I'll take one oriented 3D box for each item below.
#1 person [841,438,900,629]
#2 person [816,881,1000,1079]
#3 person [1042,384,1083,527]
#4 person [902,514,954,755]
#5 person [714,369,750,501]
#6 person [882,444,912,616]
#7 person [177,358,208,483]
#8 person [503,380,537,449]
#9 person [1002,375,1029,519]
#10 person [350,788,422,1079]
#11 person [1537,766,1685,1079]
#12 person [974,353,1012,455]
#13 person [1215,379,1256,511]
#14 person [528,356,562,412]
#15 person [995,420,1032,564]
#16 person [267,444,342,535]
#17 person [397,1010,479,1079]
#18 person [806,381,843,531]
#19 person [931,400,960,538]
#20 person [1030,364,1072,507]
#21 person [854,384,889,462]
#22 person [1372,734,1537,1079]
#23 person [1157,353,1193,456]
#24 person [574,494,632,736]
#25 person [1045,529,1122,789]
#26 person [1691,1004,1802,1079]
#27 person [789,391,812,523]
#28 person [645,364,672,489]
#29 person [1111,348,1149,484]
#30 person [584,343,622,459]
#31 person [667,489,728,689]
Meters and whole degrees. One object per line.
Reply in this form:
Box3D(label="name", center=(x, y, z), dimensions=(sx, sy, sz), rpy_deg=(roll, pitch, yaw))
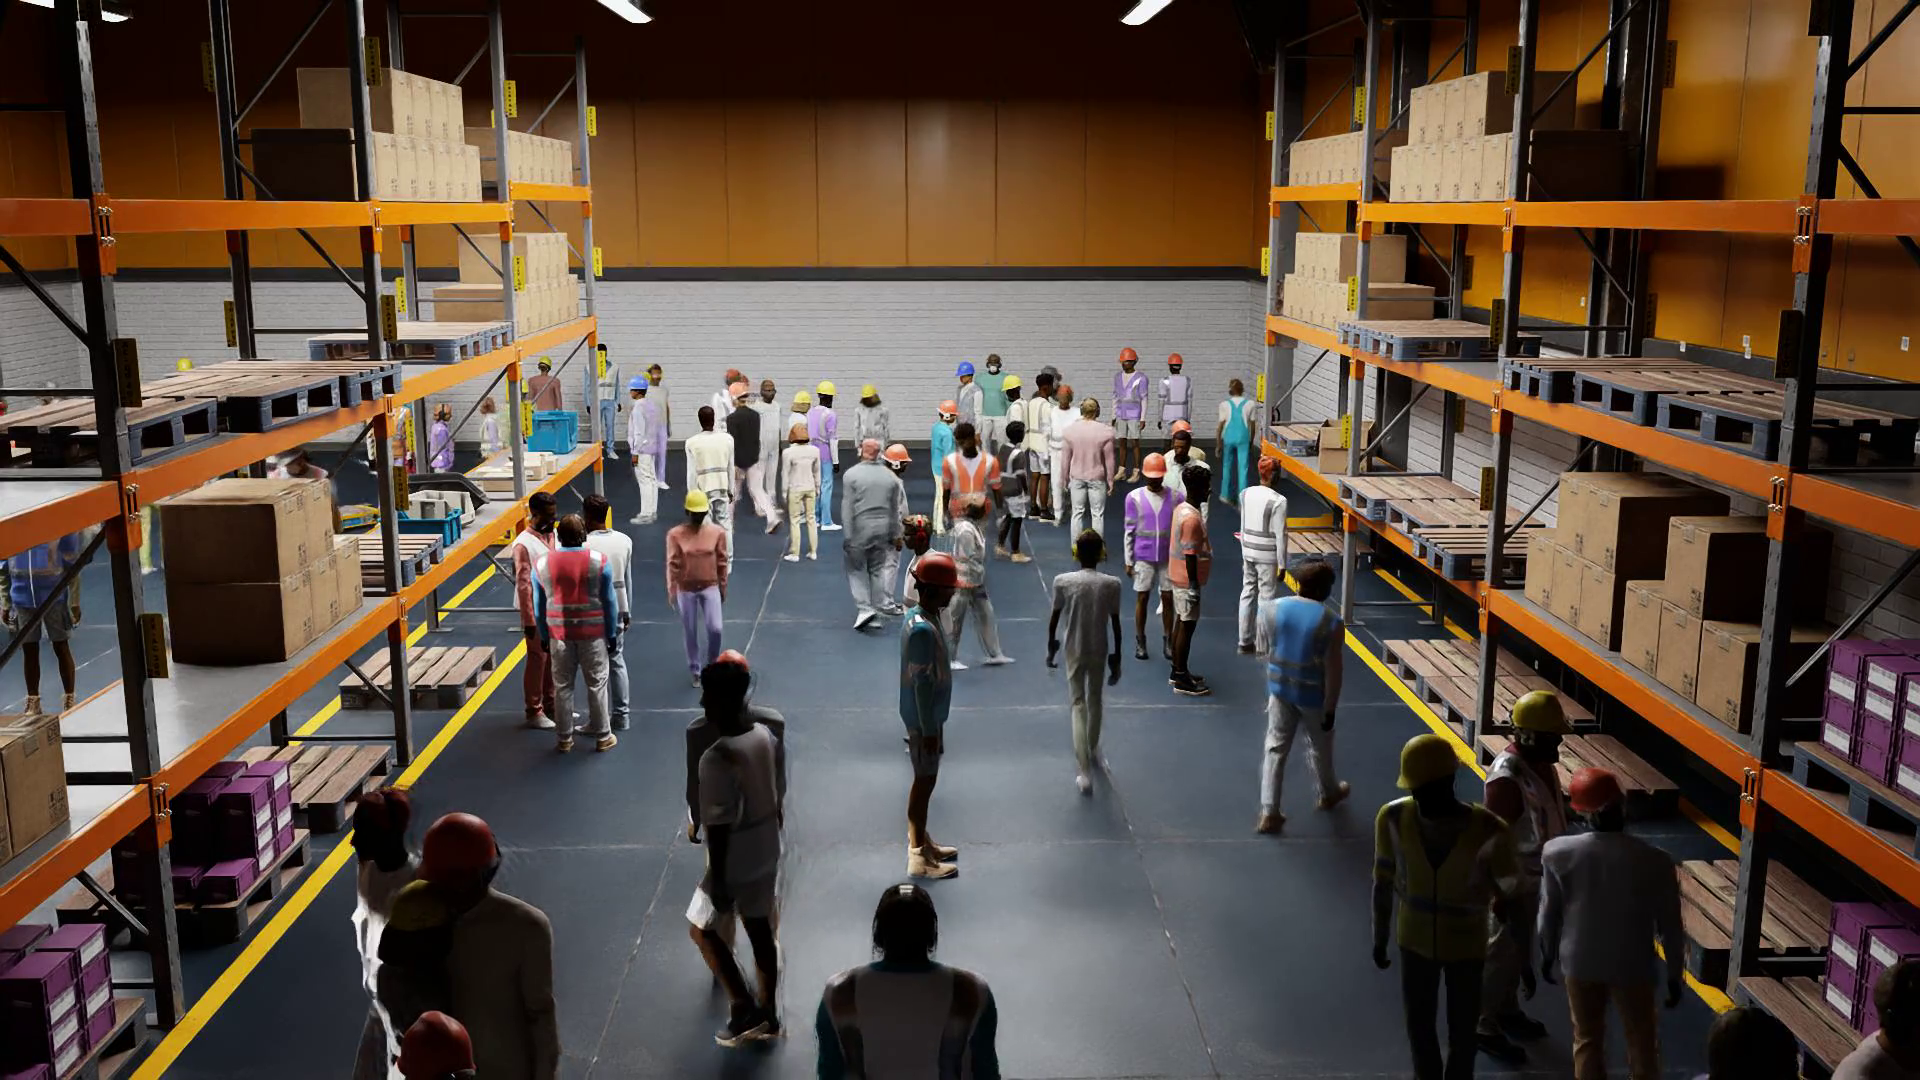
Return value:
Box3D(label="person", center=(-0.883, -0.056, 16.351), dimensions=(0.682, 1.868, 0.532), rpy_deg=(-7, 13, -32))
Box3D(label="person", center=(-0.169, 2.073, 5.790), dimensions=(0.628, 1.832, 0.439), rpy_deg=(1, 11, 6))
Box3D(label="person", center=(1.375, -1.115, 21.674), dimensions=(0.588, 1.871, 0.542), rpy_deg=(4, 12, 19))
Box3D(label="person", center=(-0.249, 0.709, 12.603), dimensions=(0.388, 1.837, 0.560), rpy_deg=(-2, 11, -9))
Box3D(label="person", center=(-3.182, -1.481, 23.479), dimensions=(0.585, 1.871, 0.405), rpy_deg=(-8, 14, -35))
Box3D(label="person", center=(-0.655, -0.106, 16.904), dimensions=(0.353, 1.744, 0.566), rpy_deg=(-2, 11, -11))
Box3D(label="person", center=(-11.365, -1.722, 24.554), dimensions=(0.587, 1.928, 0.363), rpy_deg=(-4, 12, -17))
Box3D(label="person", center=(-6.119, -1.376, 23.254), dimensions=(0.532, 1.755, 0.336), rpy_deg=(-10, 15, -42))
Box3D(label="person", center=(0.737, -1.234, 22.133), dimensions=(0.387, 1.916, 0.585), rpy_deg=(2, 11, 10))
Box3D(label="person", center=(-2.261, 1.893, 6.580), dimensions=(0.588, 1.855, 0.763), rpy_deg=(9, 14, 38))
Box3D(label="person", center=(2.832, 1.833, 7.273), dimensions=(0.608, 1.717, 0.361), rpy_deg=(5, 12, 22))
Box3D(label="person", center=(0.514, -1.882, 25.355), dimensions=(0.626, 1.932, 0.371), rpy_deg=(3, 12, 14))
Box3D(label="person", center=(3.797, -1.318, 22.956), dimensions=(0.539, 1.776, 0.861), rpy_deg=(3, 12, 13))
Box3D(label="person", center=(-6.667, -2.078, 26.779), dimensions=(0.532, 1.756, 0.337), rpy_deg=(-1, 11, -4))
Box3D(label="person", center=(0.619, -0.555, 19.293), dimensions=(0.379, 1.688, 0.572), rpy_deg=(-6, 13, -27))
Box3D(label="person", center=(-6.304, -0.066, 15.964), dimensions=(0.702, 2.000, 0.861), rpy_deg=(-5, 12, -24))
Box3D(label="person", center=(-1.539, 2.257, 5.037), dimensions=(0.329, 1.751, 0.563), rpy_deg=(10, 15, 42))
Box3D(label="person", center=(-1.733, -1.077, 21.348), dimensions=(0.393, 1.918, 0.585), rpy_deg=(-9, 14, -37))
Box3D(label="person", center=(-0.174, -0.893, 20.875), dimensions=(0.351, 1.738, 0.575), rpy_deg=(-3, 12, -16))
Box3D(label="person", center=(1.316, -1.459, 22.946), dimensions=(0.706, 2.000, 0.534), rpy_deg=(-9, 14, -37))
Box3D(label="person", center=(-1.221, -1.399, 23.563), dimensions=(0.499, 1.689, 0.844), rpy_deg=(3, 12, 13))
Box3D(label="person", center=(2.119, 1.754, 7.202), dimensions=(0.701, 1.903, 0.441), rpy_deg=(6, 13, 28))
Box3D(label="person", center=(3.258, -1.874, 25.336), dimensions=(0.545, 1.921, 0.387), rpy_deg=(-2, 11, -10))
Box3D(label="person", center=(-2.795, 0.587, 13.032), dimensions=(0.402, 1.908, 0.598), rpy_deg=(7, 13, 32))
Box3D(label="person", center=(0.899, 0.827, 12.050), dimensions=(0.518, 1.818, 0.965), rpy_deg=(-1, 11, -4))
Box3D(label="person", center=(2.212, 2.242, 4.710), dimensions=(0.604, 1.928, 0.645), rpy_deg=(6, 13, 27))
Box3D(label="person", center=(-2.073, -1.091, 21.884), dimensions=(0.333, 1.736, 0.489), rpy_deg=(-6, 13, -29))
Box3D(label="person", center=(-4.520, -1.690, 24.567), dimensions=(0.505, 1.861, 0.618), rpy_deg=(-9, 15, -39))
Box3D(label="person", center=(2.521, -1.867, 24.986), dimensions=(0.615, 2.041, 0.386), rpy_deg=(10, 15, 40))
Box3D(label="person", center=(-5.870, -2.275, 27.350), dimensions=(0.600, 1.917, 0.377), rpy_deg=(-7, 13, -30))
Box3D(label="person", center=(-2.243, 0.428, 14.231), dimensions=(0.533, 1.750, 0.463), rpy_deg=(-3, 12, -14))
